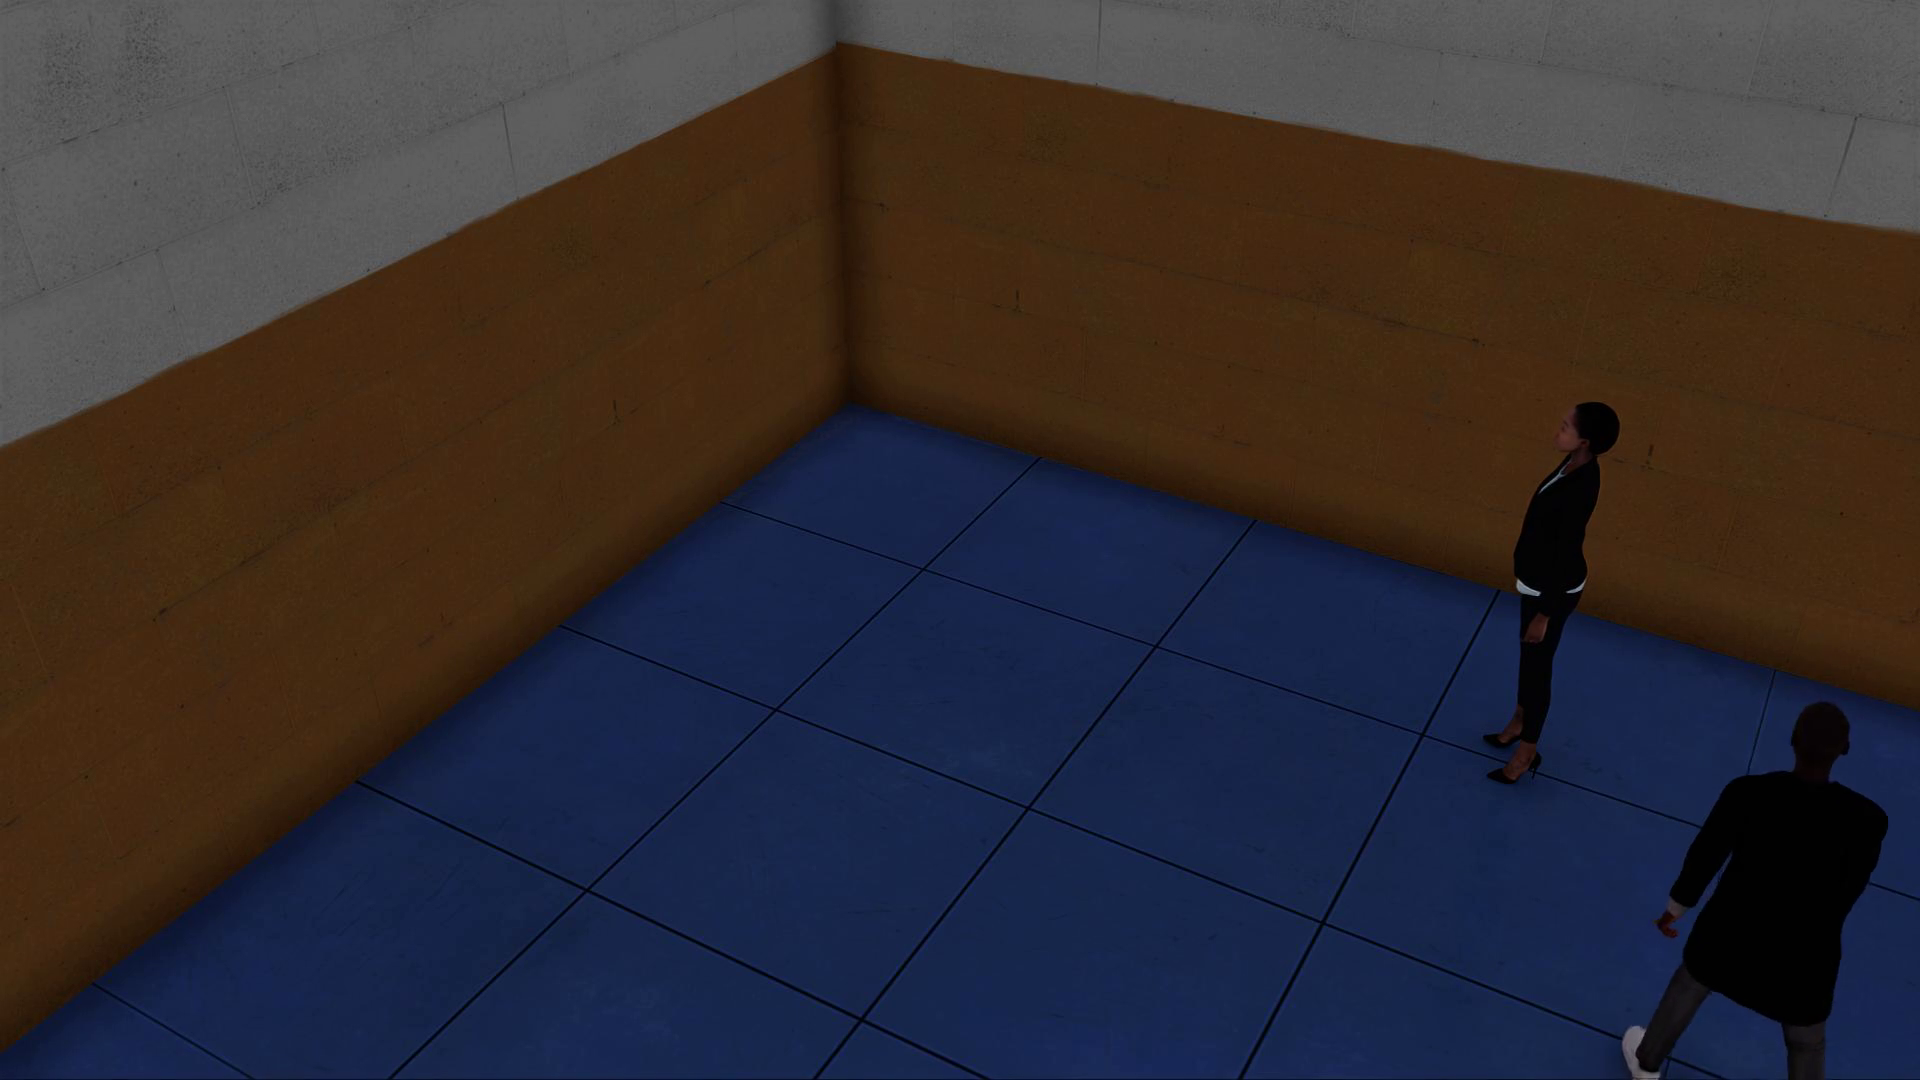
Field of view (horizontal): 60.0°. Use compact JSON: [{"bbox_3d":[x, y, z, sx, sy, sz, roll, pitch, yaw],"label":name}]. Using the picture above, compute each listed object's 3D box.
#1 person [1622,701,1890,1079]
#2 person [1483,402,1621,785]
[{"bbox_3d":[2.611,1.279,5.460,0.904,1.743,0.755,15,37,22],"label":"person"},{"bbox_3d":[2.452,0.235,6.946,0.721,1.834,0.545,8,35,12],"label":"person"}]
